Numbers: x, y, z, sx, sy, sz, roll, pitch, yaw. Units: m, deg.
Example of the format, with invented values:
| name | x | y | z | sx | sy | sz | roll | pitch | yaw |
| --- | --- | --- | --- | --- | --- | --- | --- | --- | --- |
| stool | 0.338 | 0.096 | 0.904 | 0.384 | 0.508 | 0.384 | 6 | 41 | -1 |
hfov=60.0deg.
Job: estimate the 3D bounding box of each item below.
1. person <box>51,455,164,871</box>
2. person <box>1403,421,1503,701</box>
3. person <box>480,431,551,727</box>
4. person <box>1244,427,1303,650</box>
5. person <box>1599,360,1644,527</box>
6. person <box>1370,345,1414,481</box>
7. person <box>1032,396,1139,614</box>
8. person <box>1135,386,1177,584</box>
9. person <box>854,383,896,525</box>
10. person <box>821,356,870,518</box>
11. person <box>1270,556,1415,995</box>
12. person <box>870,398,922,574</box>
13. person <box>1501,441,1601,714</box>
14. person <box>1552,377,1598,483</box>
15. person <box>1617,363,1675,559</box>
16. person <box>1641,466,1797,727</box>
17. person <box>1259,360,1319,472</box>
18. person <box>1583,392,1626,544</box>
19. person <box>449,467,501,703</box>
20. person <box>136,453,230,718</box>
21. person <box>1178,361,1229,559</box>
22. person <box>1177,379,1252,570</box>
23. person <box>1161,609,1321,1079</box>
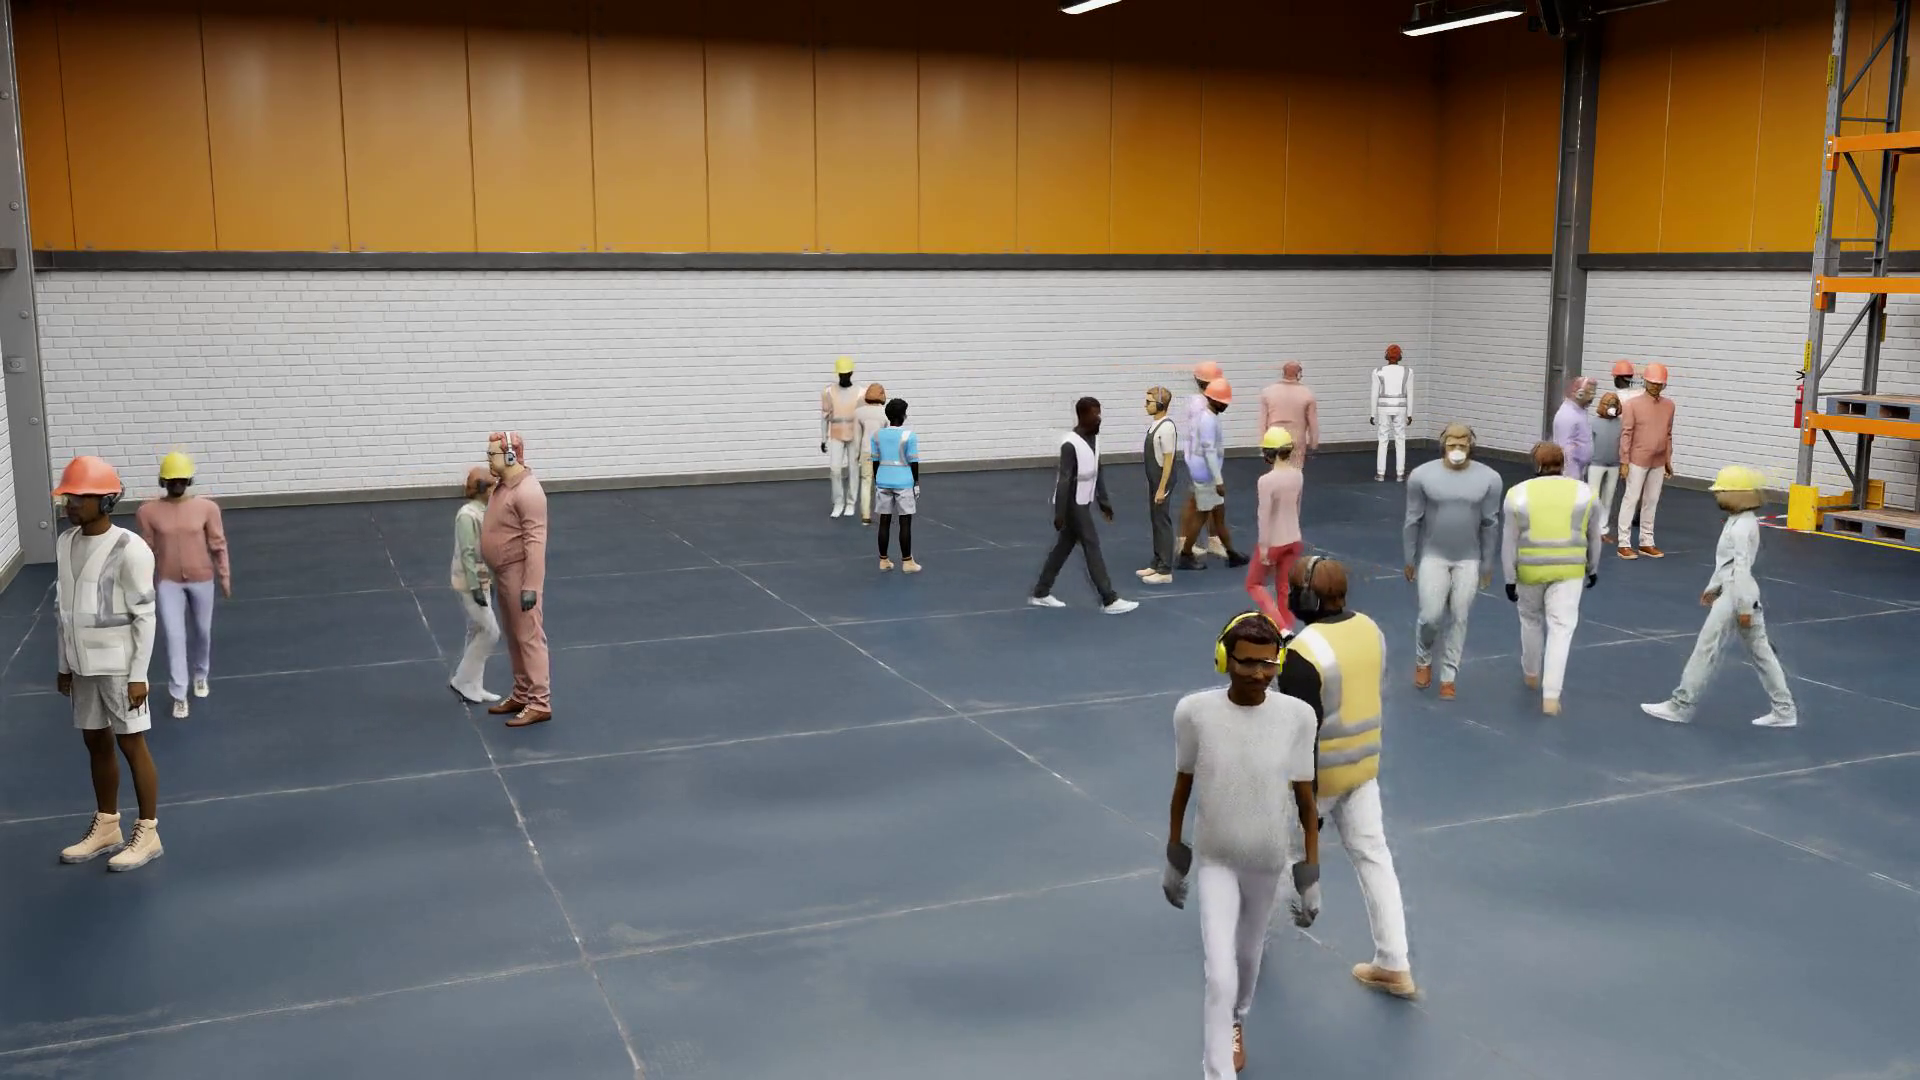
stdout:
| name | x | y | z | sx | sy | sz | roll | pitch | yaw |
| --- | --- | --- | --- | --- | --- | --- | --- | --- | --- |
| person | -4.212 | 0.602 | 8.172 | 0.608 | 2.048 | 0.364 | 4 | 10 | 23 |
| person | 3.346 | 0.144 | 11.330 | 0.628 | 1.921 | 0.420 | 1 | 9 | 8 |
| person | -2.891 | 0.245 | 10.762 | 0.402 | 1.906 | 0.651 | -6 | 11 | -31 |
| person | 2.390 | 0.017 | 12.617 | 0.532 | 1.754 | 0.375 | -7 | 12 | -36 |
| person | 7.554 | -1.102 | 19.008 | 0.555 | 1.893 | 0.960 | -2 | 10 | -12 |
| person | 5.935 | -1.740 | 22.866 | 0.572 | 1.883 | 0.356 | 2 | 9 | 9 |
| person | 1.050 | -0.301 | 14.251 | 0.997 | 1.857 | 0.596 | 3 | 10 | 20 |
| person | 1.851 | -0.514 | 15.546 | 0.345 | 1.847 | 0.504 | -1 | 9 | -3 |
| person | -0.965 | -0.979 | 19.005 | 0.507 | 1.630 | 0.268 | 3 | 10 | 18 |
| person | -1.345 | -1.199 | 19.510 | 0.610 | 1.899 | 0.715 | 1 | 9 | 5 |
| person | 1.491 | 0.948 | 6.902 | 0.633 | 1.789 | 1.003 | -8 | 12 | -39 |
| person | -0.615 | -0.520 | 16.046 | 0.532 | 1.692 | 0.320 | 5 | 11 | 28 |
| person | 3.988 | 0.222 | 11.265 | 0.630 | 1.779 | 1.008 | 3 | 10 | 20 |
| person | 6.022 | -0.698 | 16.573 | 0.565 | 1.875 | 0.695 | 5 | 11 | 28 |
| person | 6.954 | -0.795 | 16.813 | 0.623 | 1.987 | 0.396 | -3 | 10 | -17 |
| person | 4.960 | 0.368 | 10.668 | 0.918 | 1.693 | 0.500 | 5 | 11 | 29 |
| person | 3.777 | -1.109 | 19.024 | 0.673 | 1.886 | 0.576 | 5 | 11 | 28 |
| person | 6.877 | -0.767 | 17.750 | 0.512 | 1.623 | 0.306 | -1 | 9 | -7 |
| person | -3.234 | 0.313 | 11.192 | 0.360 | 1.617 | 0.538 | 0 | 9 | 2 |
| person | -5.207 | 0.281 | 11.176 | 0.534 | 1.756 | 0.791 | -5 | 11 | -27 |
| person | 2.549 | -0.798 | 16.789 | 0.735 | 2.004 | 0.612 | 2 | 10 | 10 |
| person | 2.485 | -0.621 | 16.100 | 0.801 | 1.881 | 0.623 | 2 | 10 | 11 |
| person | 0.983 | 1.118 | 5.799 | 0.536 | 1.810 | 1.002 | 0 | 9 | 2 |
